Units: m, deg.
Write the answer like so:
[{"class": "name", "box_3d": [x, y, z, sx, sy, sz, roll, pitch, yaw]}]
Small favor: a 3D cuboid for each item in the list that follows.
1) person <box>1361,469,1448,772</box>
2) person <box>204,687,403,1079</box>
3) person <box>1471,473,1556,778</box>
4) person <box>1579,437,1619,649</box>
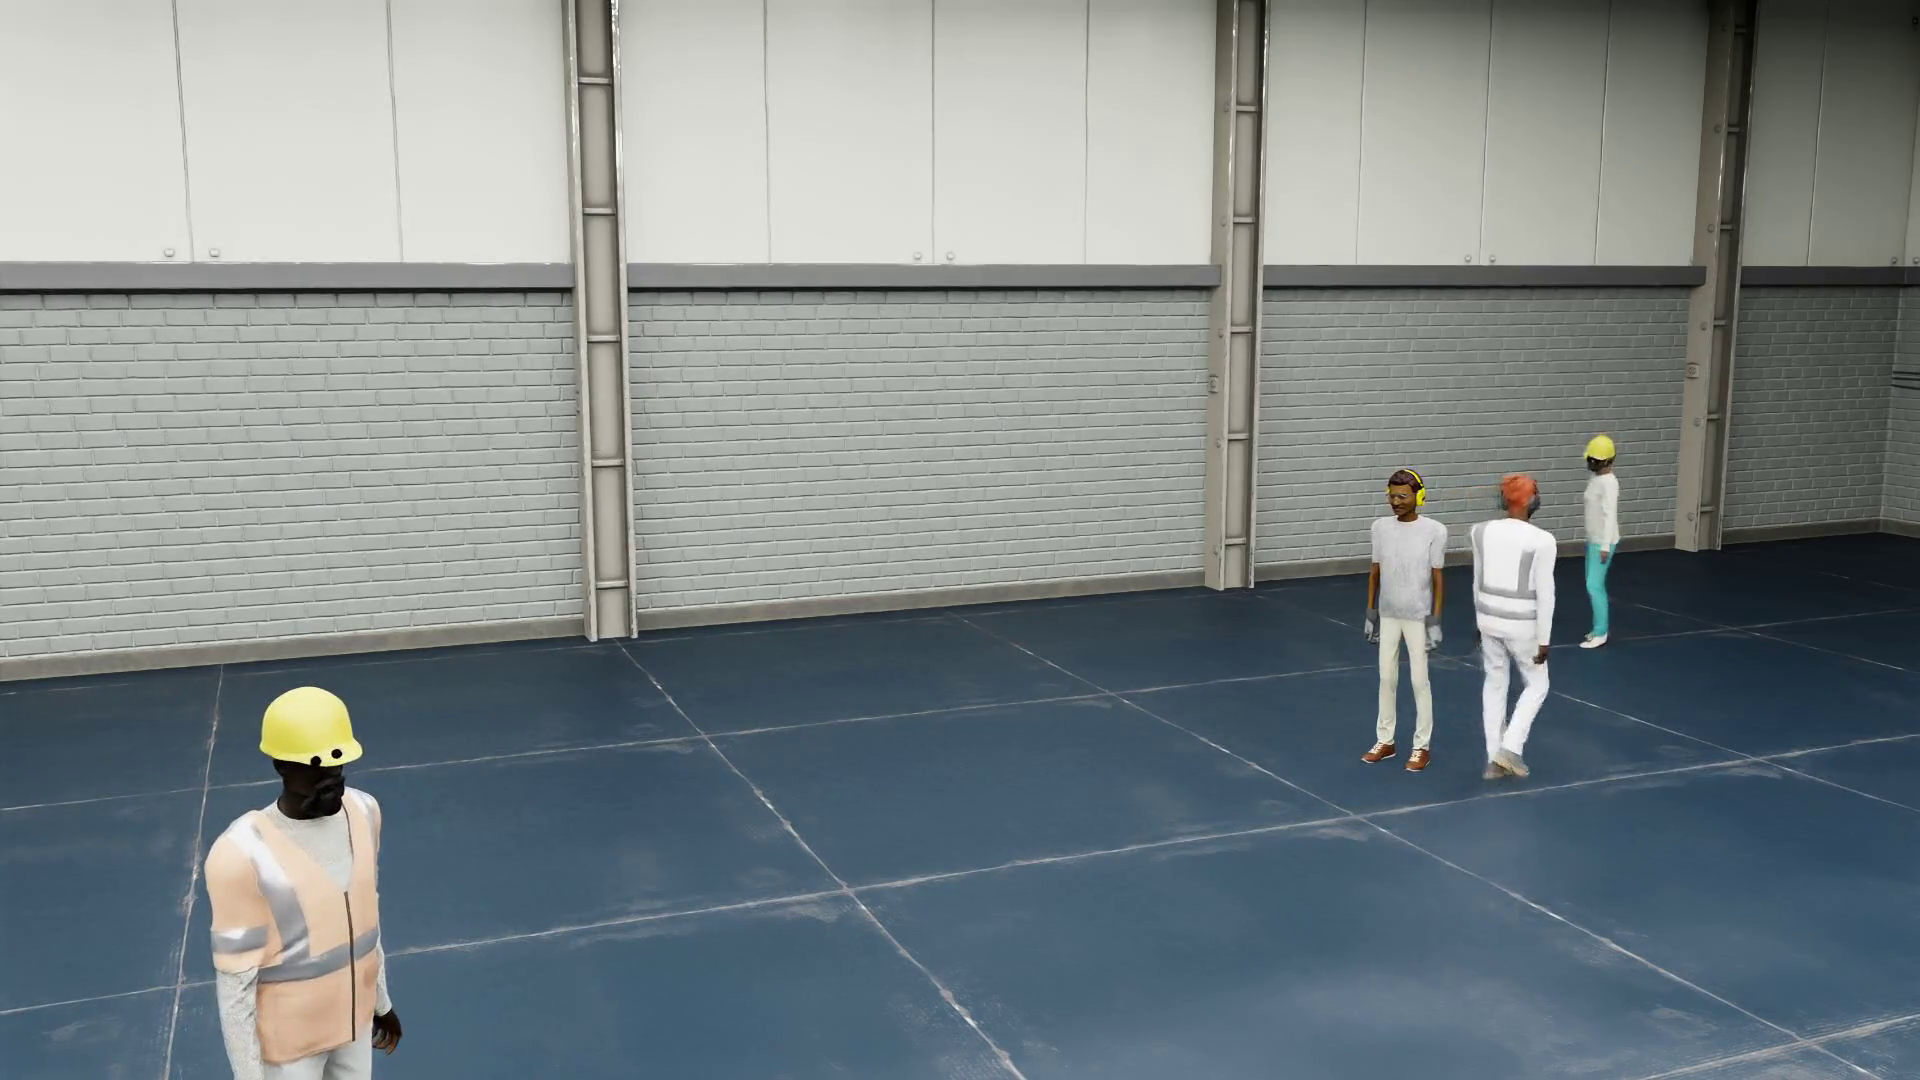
[{"class": "person", "box_3d": [2.733, 0.487, 10.238, 0.513, 1.861, 0.314, 7, 11, 37]}, {"class": "person", "box_3d": [-1.782, 1.344, 4.636, 0.382, 1.924, 0.594, 4, 10, 22]}, {"class": "person", "box_3d": [3.320, 0.524, 9.986, 0.407, 1.866, 0.575, -8, 12, -41]}, {"class": "person", "box_3d": [5.207, 0.016, 13.571, 0.365, 1.744, 0.636, 1, 9, 8]}]
